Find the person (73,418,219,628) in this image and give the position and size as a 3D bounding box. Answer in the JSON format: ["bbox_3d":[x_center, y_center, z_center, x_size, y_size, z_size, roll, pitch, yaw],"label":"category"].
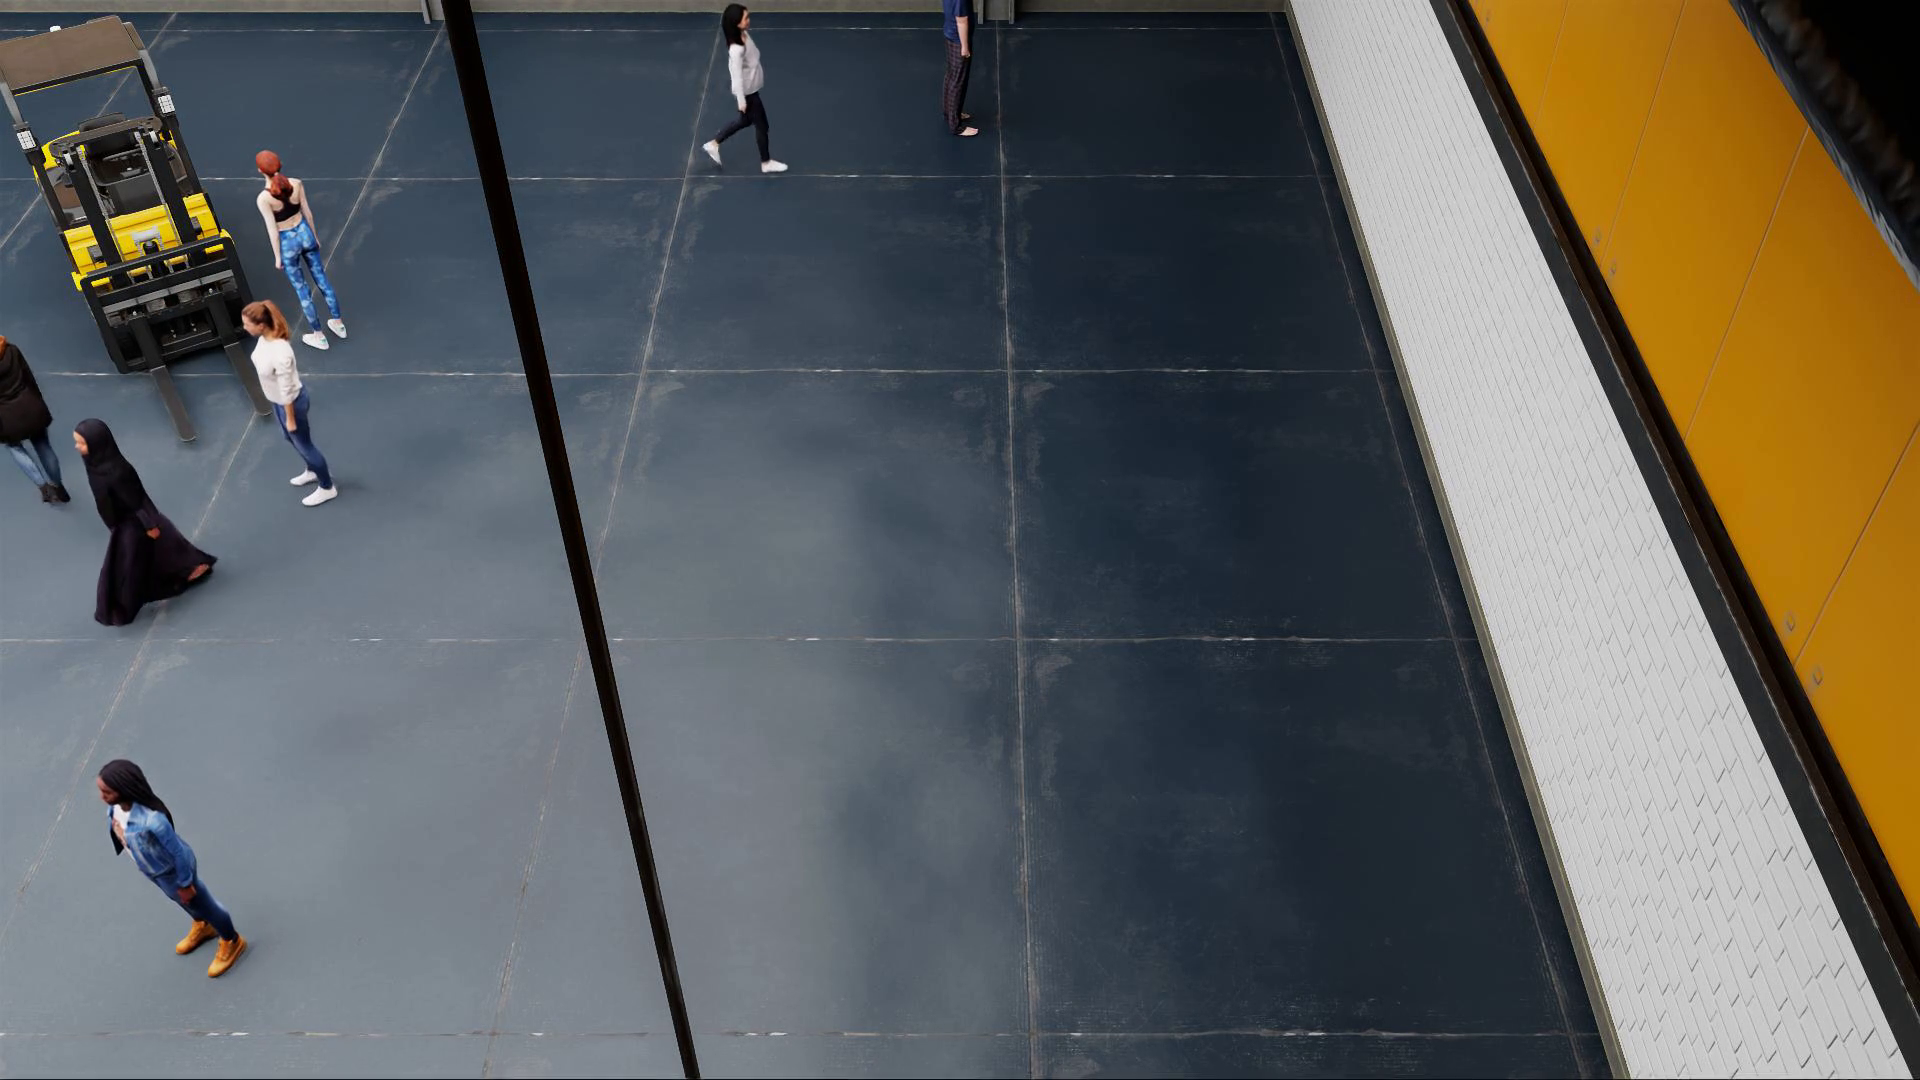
[{"bbox_3d":[-5.525,-0.205,11.203,1.161,1.606,1.085,-33,53,-30],"label":"person"}]

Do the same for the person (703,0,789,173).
[{"bbox_3d":[-2.043,-4.122,15.264,1.005,1.675,0.627,-1,44,-1],"label":"person"}]

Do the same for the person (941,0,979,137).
[{"bbox_3d":[-0.016,-4.776,15.809,0.606,1.871,0.705,-9,44,-9],"label":"person"}]

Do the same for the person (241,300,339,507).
[{"bbox_3d":[-4.785,-0.984,11.935,0.720,1.724,0.704,-22,48,-21],"label":"person"}]

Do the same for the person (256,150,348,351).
[{"bbox_3d":[-5.295,-2.321,13.295,0.737,1.784,0.686,29,51,27],"label":"person"}]

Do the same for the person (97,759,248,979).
[{"bbox_3d":[-4.309,1.768,9.056,0.656,1.712,0.747,26,50,25],"label":"person"}]

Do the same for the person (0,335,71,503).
[{"bbox_3d":[-6.709,-0.882,11.900,0.808,1.624,0.755,30,51,27],"label":"person"}]
